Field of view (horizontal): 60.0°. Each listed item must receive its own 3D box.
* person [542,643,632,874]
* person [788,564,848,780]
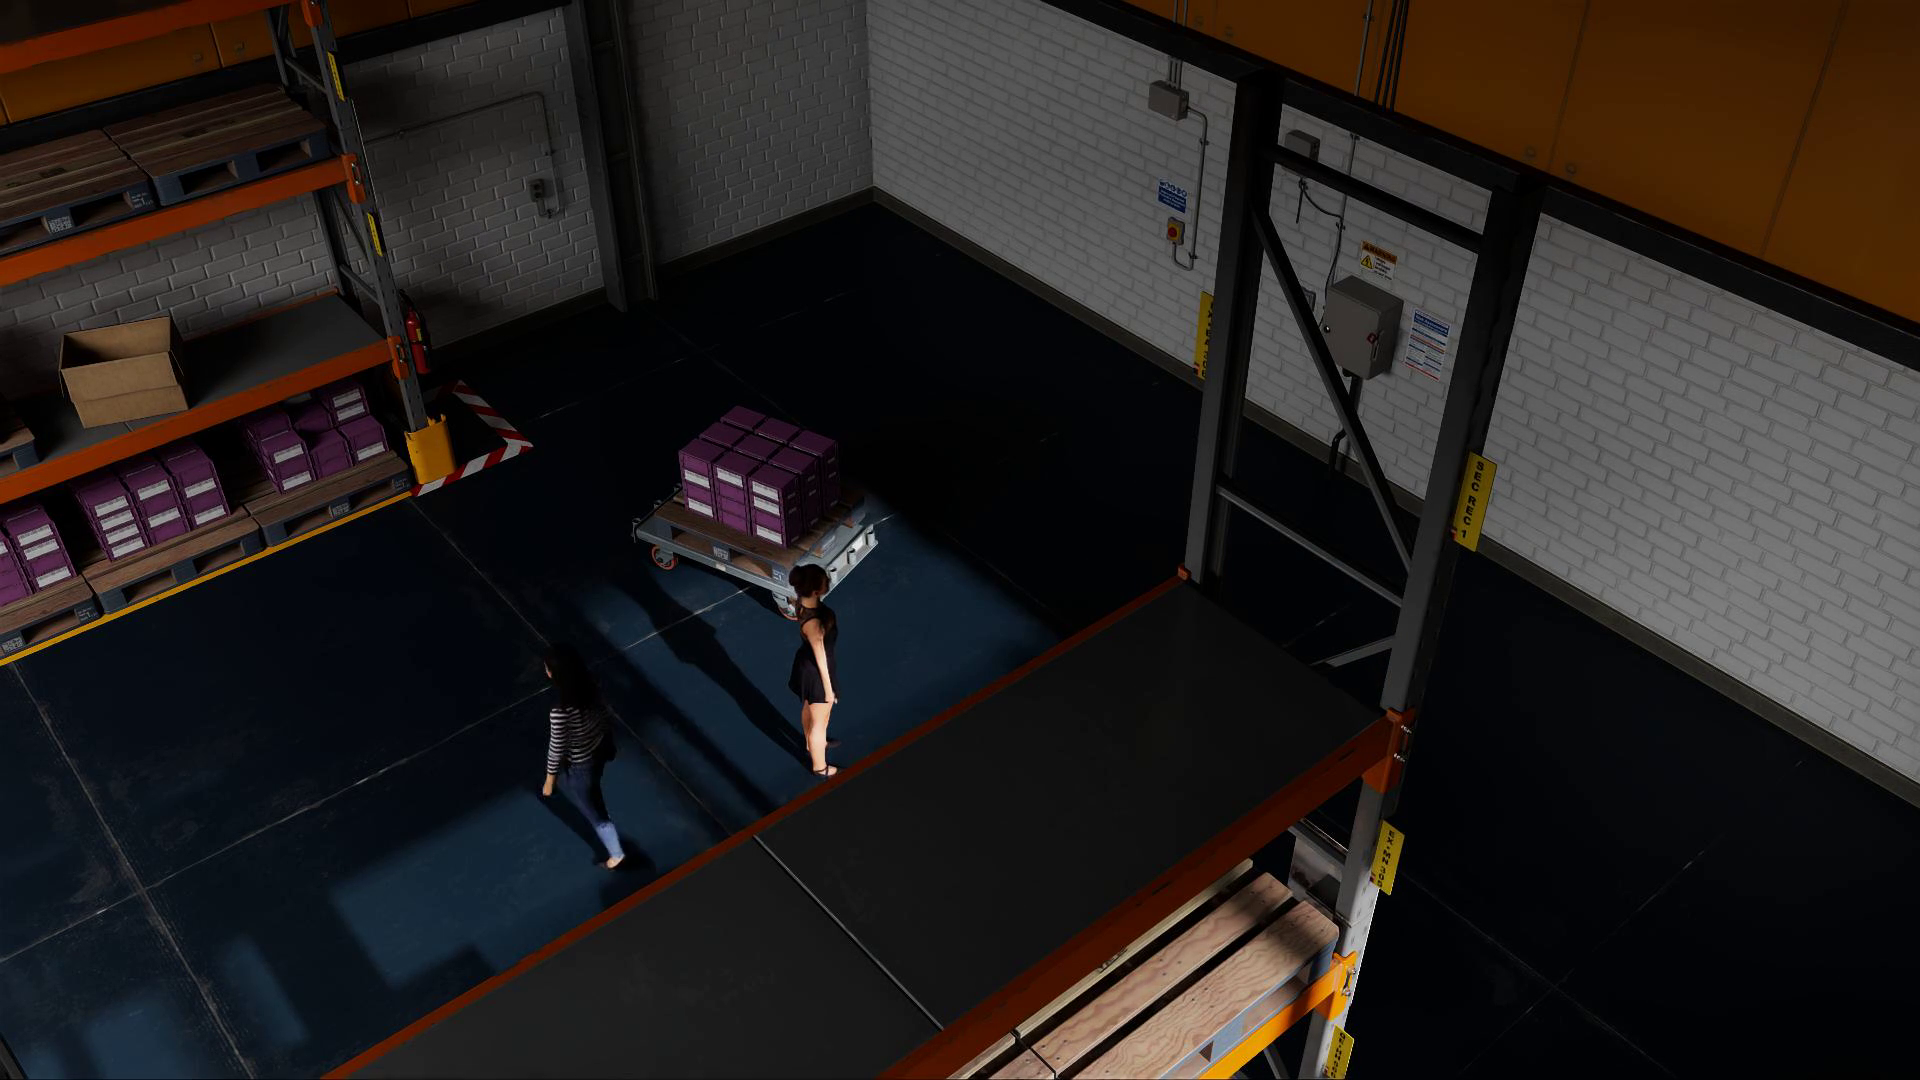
[{"bbox_3d":[-2.093,1.340,9.722,0.800,1.781,0.725,8,39,10],"label":"person"},{"bbox_3d":[-0.903,0.807,10.477,0.691,1.671,0.671,-8,39,-10],"label":"person"}]
